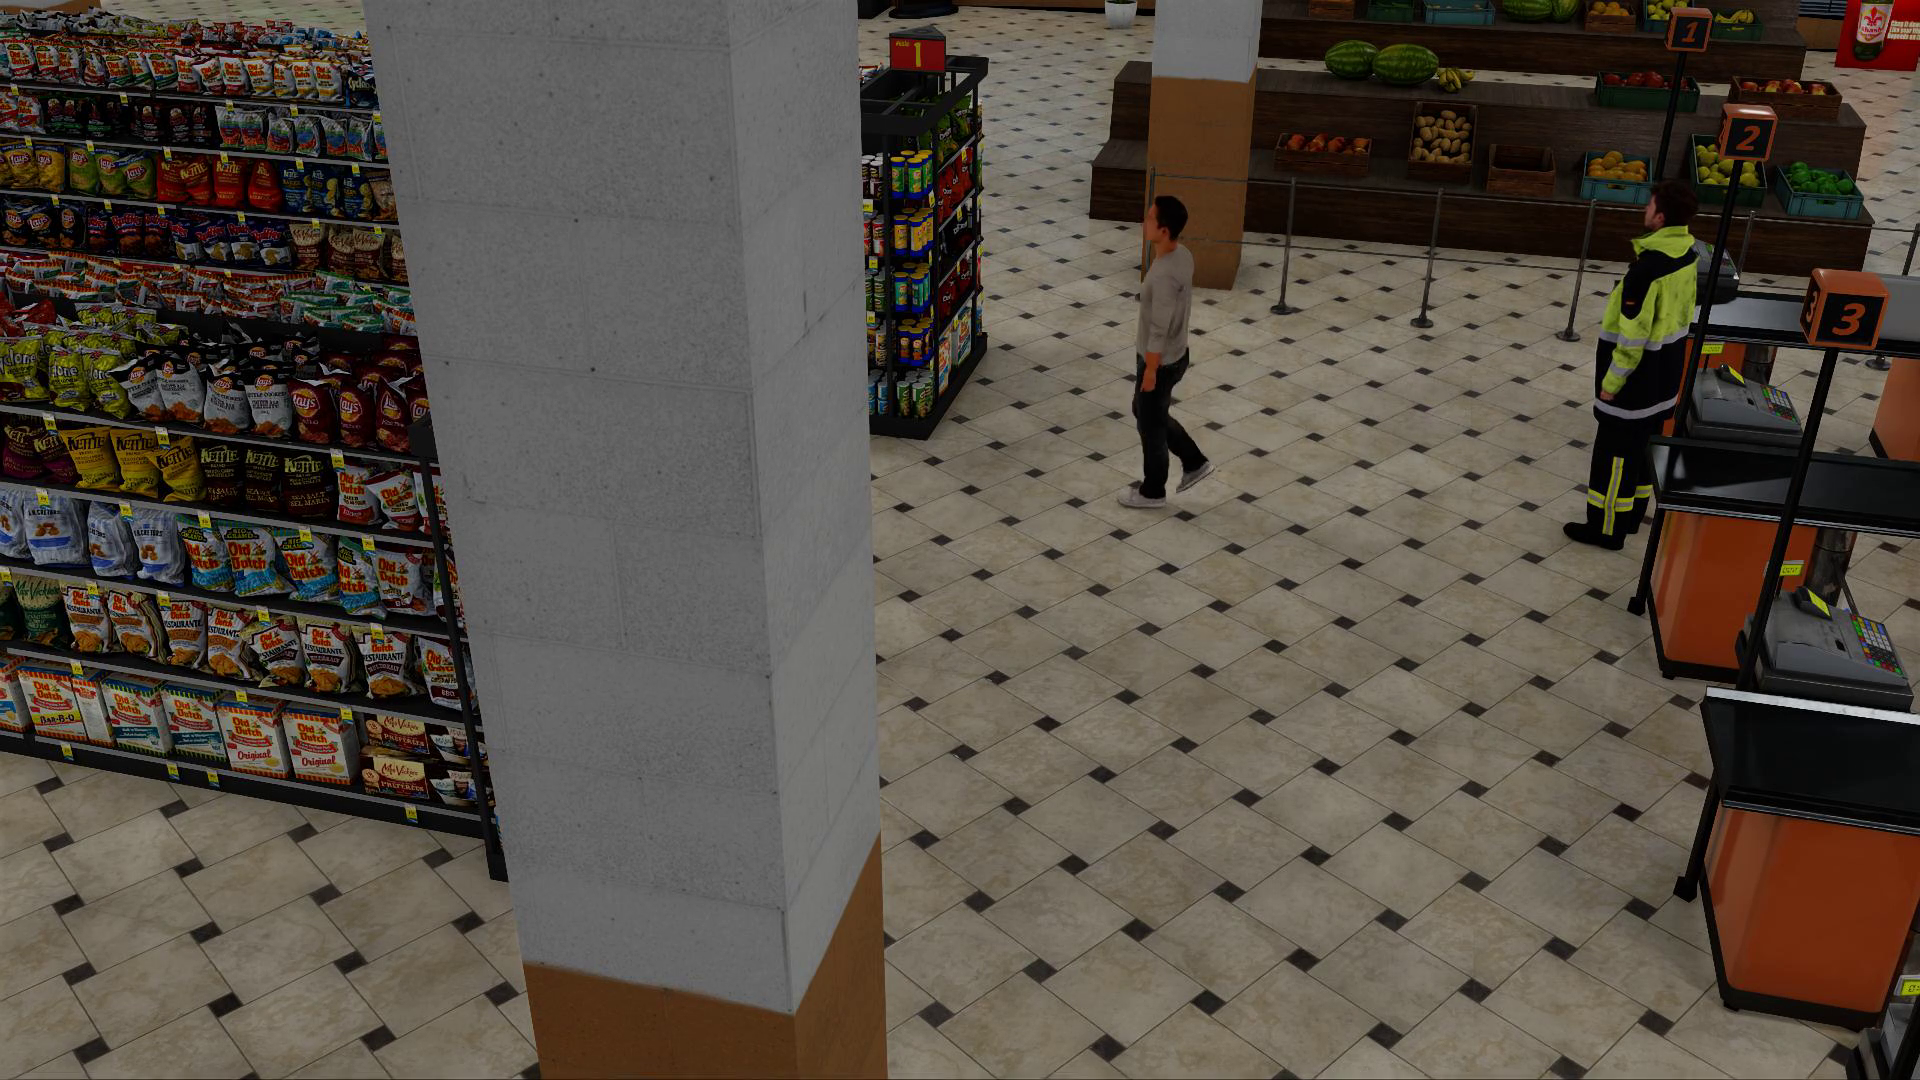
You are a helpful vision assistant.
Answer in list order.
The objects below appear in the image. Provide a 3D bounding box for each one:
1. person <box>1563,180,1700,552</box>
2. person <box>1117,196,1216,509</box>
[{"bbox_3d":[3.556,-0.846,8.731,0.848,1.850,0.869,25,37,38],"label":"person"},{"bbox_3d":[1.182,-0.987,9.038,0.757,1.804,0.674,7,29,12],"label":"person"}]
